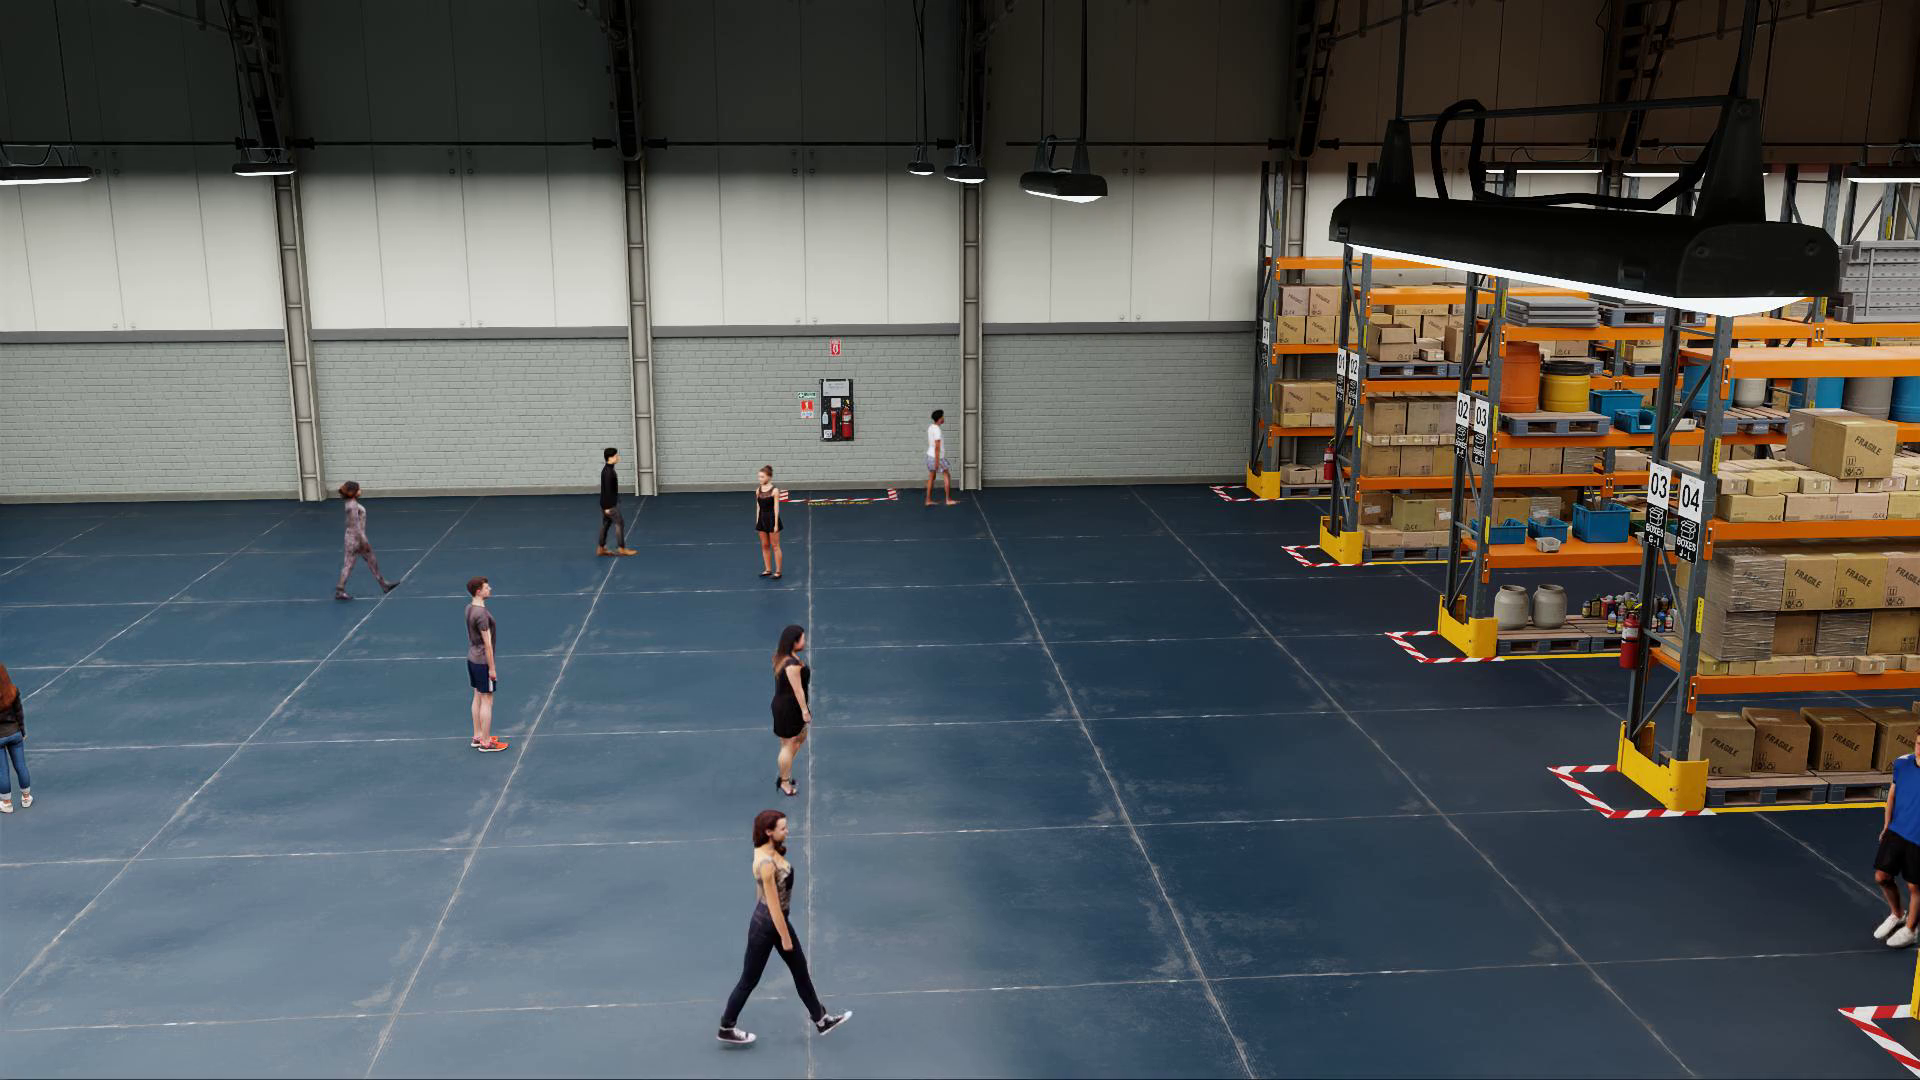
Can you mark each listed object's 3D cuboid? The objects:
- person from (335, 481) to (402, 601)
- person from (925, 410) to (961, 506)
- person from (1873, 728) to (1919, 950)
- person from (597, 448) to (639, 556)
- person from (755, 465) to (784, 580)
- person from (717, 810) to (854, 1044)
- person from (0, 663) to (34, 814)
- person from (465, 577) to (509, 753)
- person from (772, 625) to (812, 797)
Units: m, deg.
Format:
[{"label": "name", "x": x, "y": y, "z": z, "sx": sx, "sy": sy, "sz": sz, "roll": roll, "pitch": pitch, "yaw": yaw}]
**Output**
[{"label": "person", "x": -8.512, "y": 0.046, "z": 23.161, "sx": 1.170, "sy": 1.668, "sz": 0.798, "roll": -5, "pitch": 14, "yaw": -20}, {"label": "person", "x": -0.491, "y": -1.442, "z": 29.484, "sx": 0.916, "sy": 1.714, "sz": 0.801, "roll": -5, "pitch": 14, "yaw": -21}, {"label": "person", "x": 7.528, "y": 2.301, "z": 13.009, "sx": 0.791, "sy": 1.854, "sz": 0.785, "roll": -7, "pitch": 15, "yaw": -27}, {"label": "person", "x": -5.503, "y": -0.578, "z": 25.775, "sx": 0.903, "sy": 1.704, "sz": 0.767, "roll": -4, "pitch": 14, "yaw": -18}, {"label": "person", "x": -2.806, "y": -0.269, "z": 24.493, "sx": 0.674, "sy": 1.680, "sz": 0.751, "roll": 8, "pitch": 15, "yaw": 32}, {"label": "person", "x": -1.411, "y": 2.724, "z": 11.496, "sx": 1.157, "sy": 1.712, "sz": 0.631, "roll": -1, "pitch": 13, "yaw": -4}, {"label": "person", "x": -9.071, "y": 1.849, "z": 15.785, "sx": 0.695, "sy": 1.482, "sz": 0.636, "roll": 11, "pitch": 17, "yaw": 38}, {"label": "person", "x": -5.005, "y": 1.285, "z": 17.406, "sx": 0.722, "sy": 1.851, "sz": 0.734, "roll": -9, "pitch": 16, "yaw": -33}, {"label": "person", "x": -1.730, "y": 1.662, "z": 16.091, "sx": 0.701, "sy": 1.708, "sz": 0.724, "roll": -4, "pitch": 14, "yaw": -17}]
